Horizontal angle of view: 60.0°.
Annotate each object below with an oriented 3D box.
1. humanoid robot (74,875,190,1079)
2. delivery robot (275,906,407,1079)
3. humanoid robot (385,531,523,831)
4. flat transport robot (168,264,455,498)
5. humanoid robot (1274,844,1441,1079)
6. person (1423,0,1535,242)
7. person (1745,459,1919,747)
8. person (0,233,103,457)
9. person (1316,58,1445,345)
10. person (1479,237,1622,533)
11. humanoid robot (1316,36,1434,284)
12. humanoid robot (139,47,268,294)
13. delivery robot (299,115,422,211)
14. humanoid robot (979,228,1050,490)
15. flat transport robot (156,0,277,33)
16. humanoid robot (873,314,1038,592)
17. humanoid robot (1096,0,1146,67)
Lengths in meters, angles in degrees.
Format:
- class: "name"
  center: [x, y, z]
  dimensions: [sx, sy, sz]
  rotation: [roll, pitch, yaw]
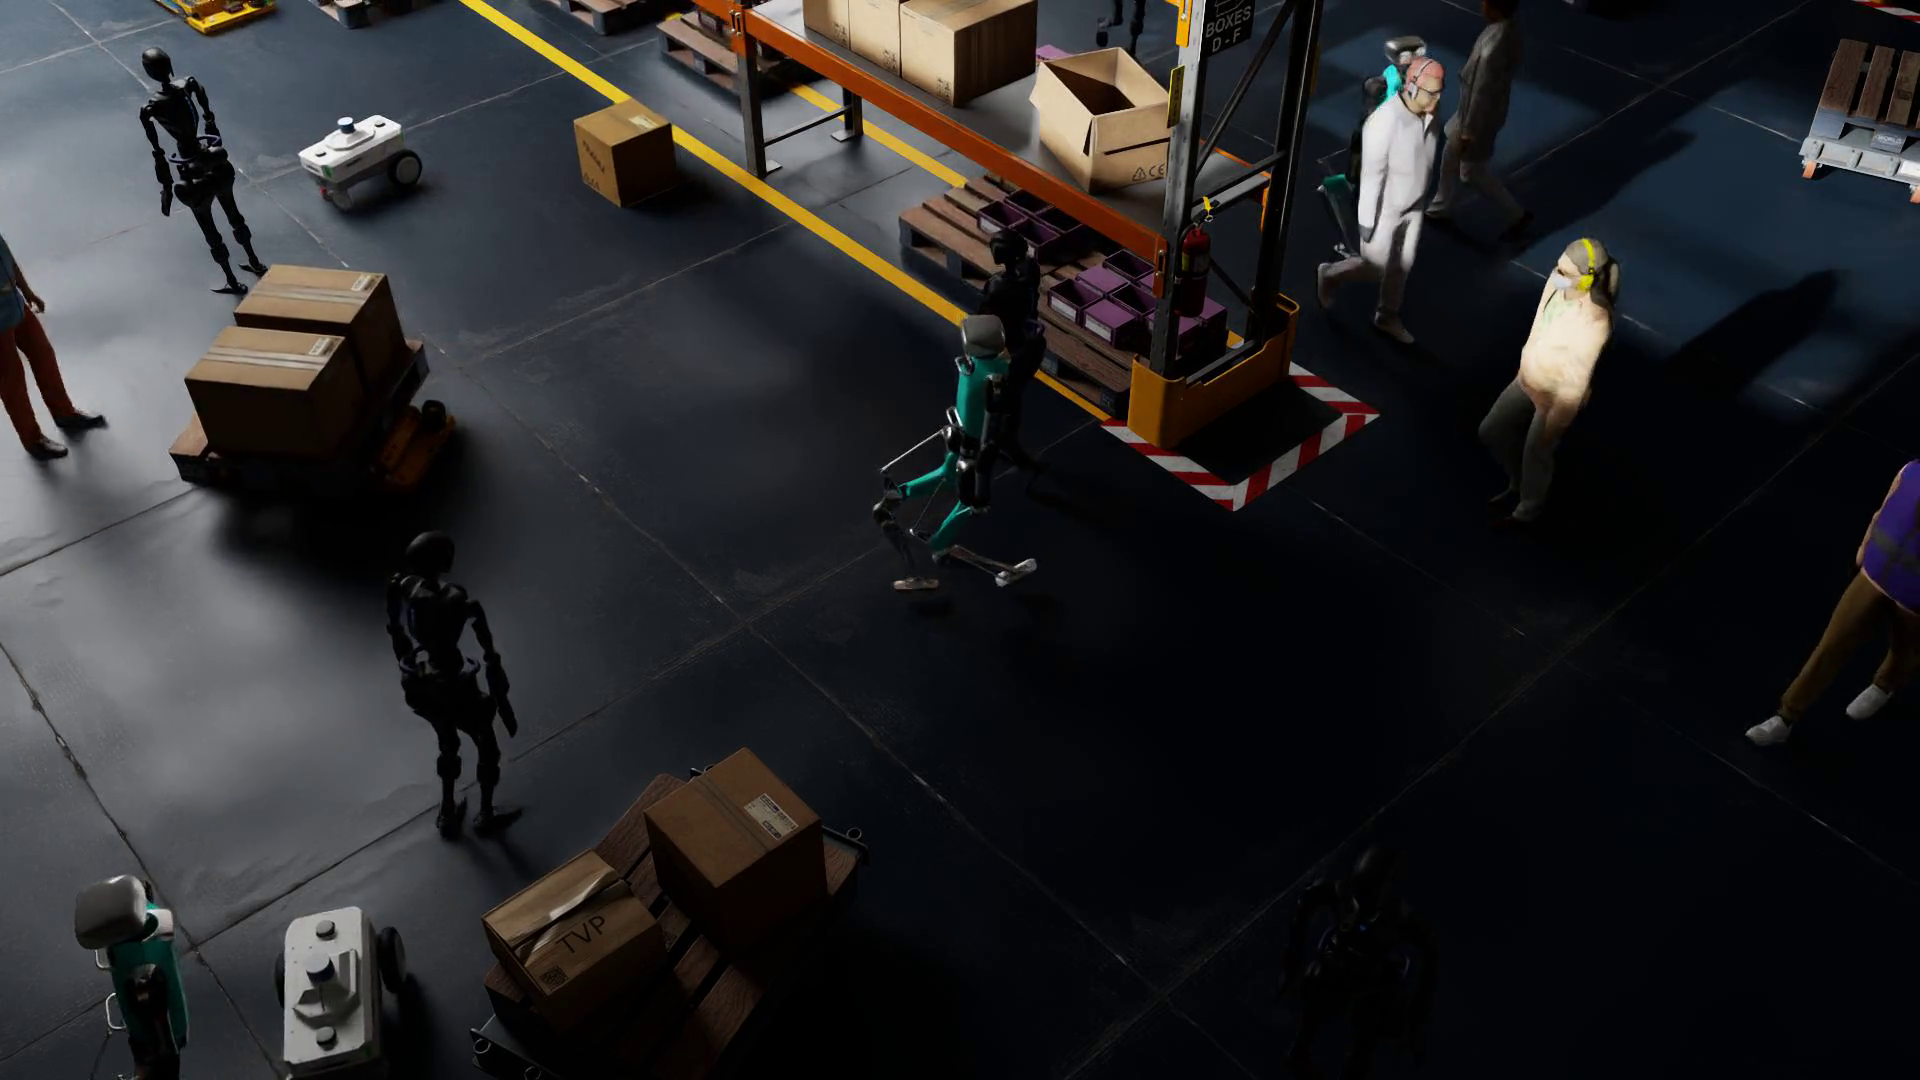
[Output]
- class: "humanoid robot"
  center: [-3.021, 1.944, 5.895]
  dimensions: [0.871, 1.775, 0.599]
  rotation: [-19, 46, -19]
- class: "delivery robot"
  center: [-2.580, 1.883, 6.830]
  dimensions: [0.525, 0.587, 0.757]
  rotation: [-11, 44, -12]
- class: "humanoid robot"
  center: [-2.266, 0.654, 7.354]
  dimensions: [0.613, 1.636, 0.417]
  rotation: [16, 45, 16]
- class: "flat transport robot"
  center: [-3.775, -0.599, 9.746]
  dimensions: [1.431, 0.231, 0.659]
  rotation: [6, 43, 6]
- class: "humanoid robot"
  center: [1.484, 1.700, 6.205]
  dimensions: [0.607, 1.652, 0.360]
  rotation: [21, 47, 21]
- class: "person"
  center: [3.520, -2.799, 11.011]
  dimensions: [0.786, 1.813, 0.527]
  rotation: [16, 45, 17]
- class: "person"
  center: [4.298, 0.239, 7.640]
  dimensions: [0.984, 1.871, 0.566]
  rotation: [-23, 47, -23]
- class: "person"
  center: [-5.370, -1.247, 9.361]
  dimensions: [0.392, 1.753, 0.573]
  rotation: [1, 43, 1]
- class: "person"
  center: [2.620, -2.084, 10.165]
  dimensions: [0.641, 1.881, 0.639]
  rotation: [-27, 49, -26]
- class: "person"
  center: [3.082, -0.785, 8.773]
  dimensions: [0.474, 1.859, 0.589]
  rotation: [-7, 43, -7]
- class: "humanoid robot"
  center: [2.616, -2.488, 10.717]
  dimensions: [0.556, 1.780, 0.791]
  rotation: [-14, 45, -15]
- class: "humanoid robot"
  center: [-4.868, -2.351, 10.604]
  dimensions: [0.315, 1.654, 0.599]
  rotation: [15, 45, 16]
- class: "delivery robot"
  center: [-4.293, -2.730, 11.852]
  dimensions: [0.519, 0.593, 0.765]
  rotation: [26, 49, 26]
- class: "humanoid robot"
  center: [0.332, -0.993, 9.136]
  dimensions: [0.497, 1.643, 0.588]
  rotation: [22, 47, 22]
- class: "flat transport robot"
  center: [-6.526, -4.733, 14.243]
  dimensions: [1.431, 0.231, 0.659]
  rotation: [33, 52, 31]
- class: "humanoid robot"
  center: [-0.084, -0.349, 8.393]
  dimensions: [0.999, 1.735, 0.533]
  rotation: [-10, 43, -10]
- class: "humanoid robot"
  center: [1.335, -4.542, 12.992]
  dimensions: [0.605, 1.652, 0.437]
  rotation: [-16, 45, -16]
